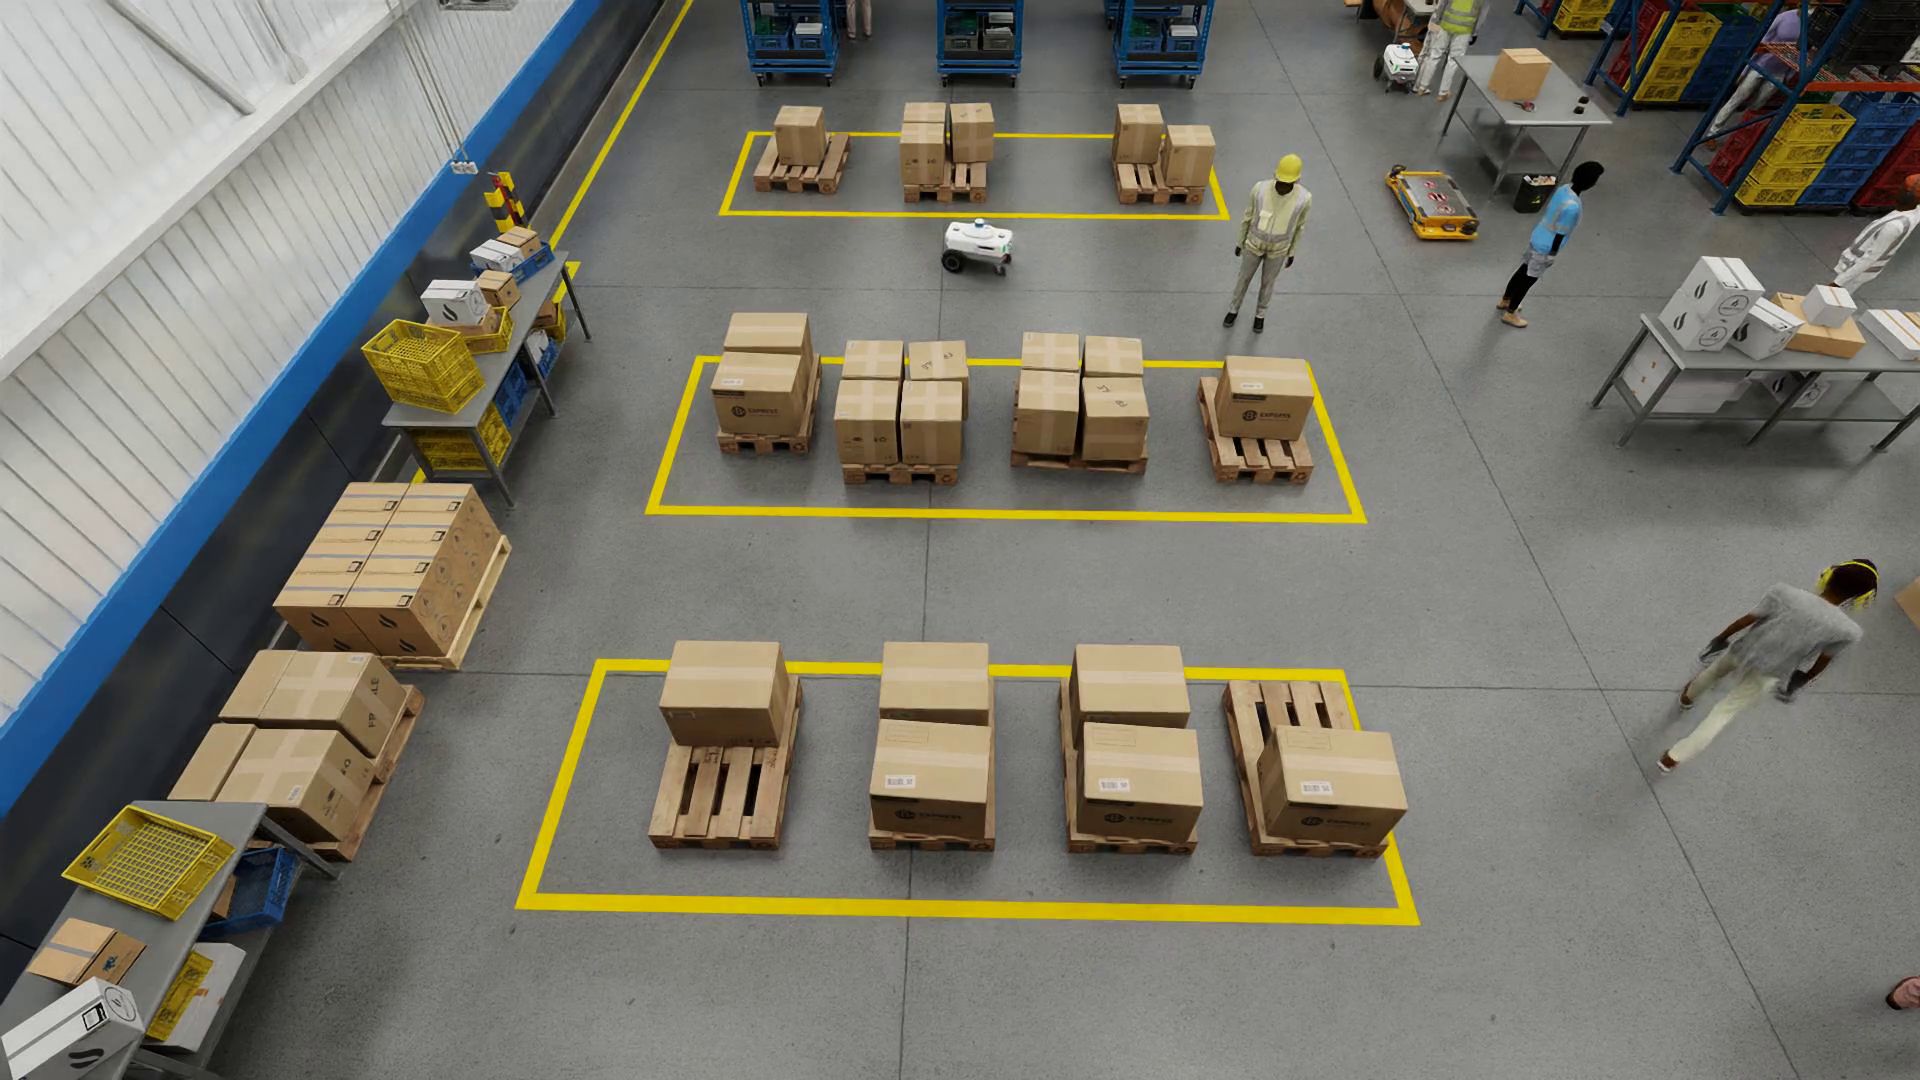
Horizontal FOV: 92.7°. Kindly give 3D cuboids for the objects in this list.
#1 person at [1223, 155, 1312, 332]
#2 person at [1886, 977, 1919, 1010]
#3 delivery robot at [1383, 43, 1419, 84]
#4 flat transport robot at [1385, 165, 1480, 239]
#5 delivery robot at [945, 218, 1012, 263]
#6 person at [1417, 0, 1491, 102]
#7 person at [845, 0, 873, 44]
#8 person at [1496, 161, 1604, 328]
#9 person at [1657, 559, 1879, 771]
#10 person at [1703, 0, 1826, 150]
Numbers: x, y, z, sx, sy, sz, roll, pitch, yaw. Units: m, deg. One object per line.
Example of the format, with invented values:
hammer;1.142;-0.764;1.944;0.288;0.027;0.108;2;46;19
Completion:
person;3.009;-2.889;8.991;0.600;1.829;0.404;15;51;13
person;5.598;2.145;4.587;0.399;1.905;0.643;-12;50;-10
delivery robot;6.375;-6.918;13.257;0.477;0.478;0.707;4;49;3
flat transport robot;5.692;-4.094;11.059;0.652;0.197;1.431;1;49;1
delivery robot;0.212;-3.311;10.134;0.707;0.478;0.477;12;50;10
person;6.812;-7.015;12.555;0.634;1.842;0.429;32;56;25
person;-1.574;-8.634;13.867;0.629;1.980;0.410;-20;52;-17
person;5.850;-2.944;9.126;0.319;1.697;0.533;11;50;10
person;5.099;0.777;5.836;0.973;1.821;0.543;-30;55;-23
person;10.137;-5.881;11.516;0.634;1.932;0.371;10;50;8
